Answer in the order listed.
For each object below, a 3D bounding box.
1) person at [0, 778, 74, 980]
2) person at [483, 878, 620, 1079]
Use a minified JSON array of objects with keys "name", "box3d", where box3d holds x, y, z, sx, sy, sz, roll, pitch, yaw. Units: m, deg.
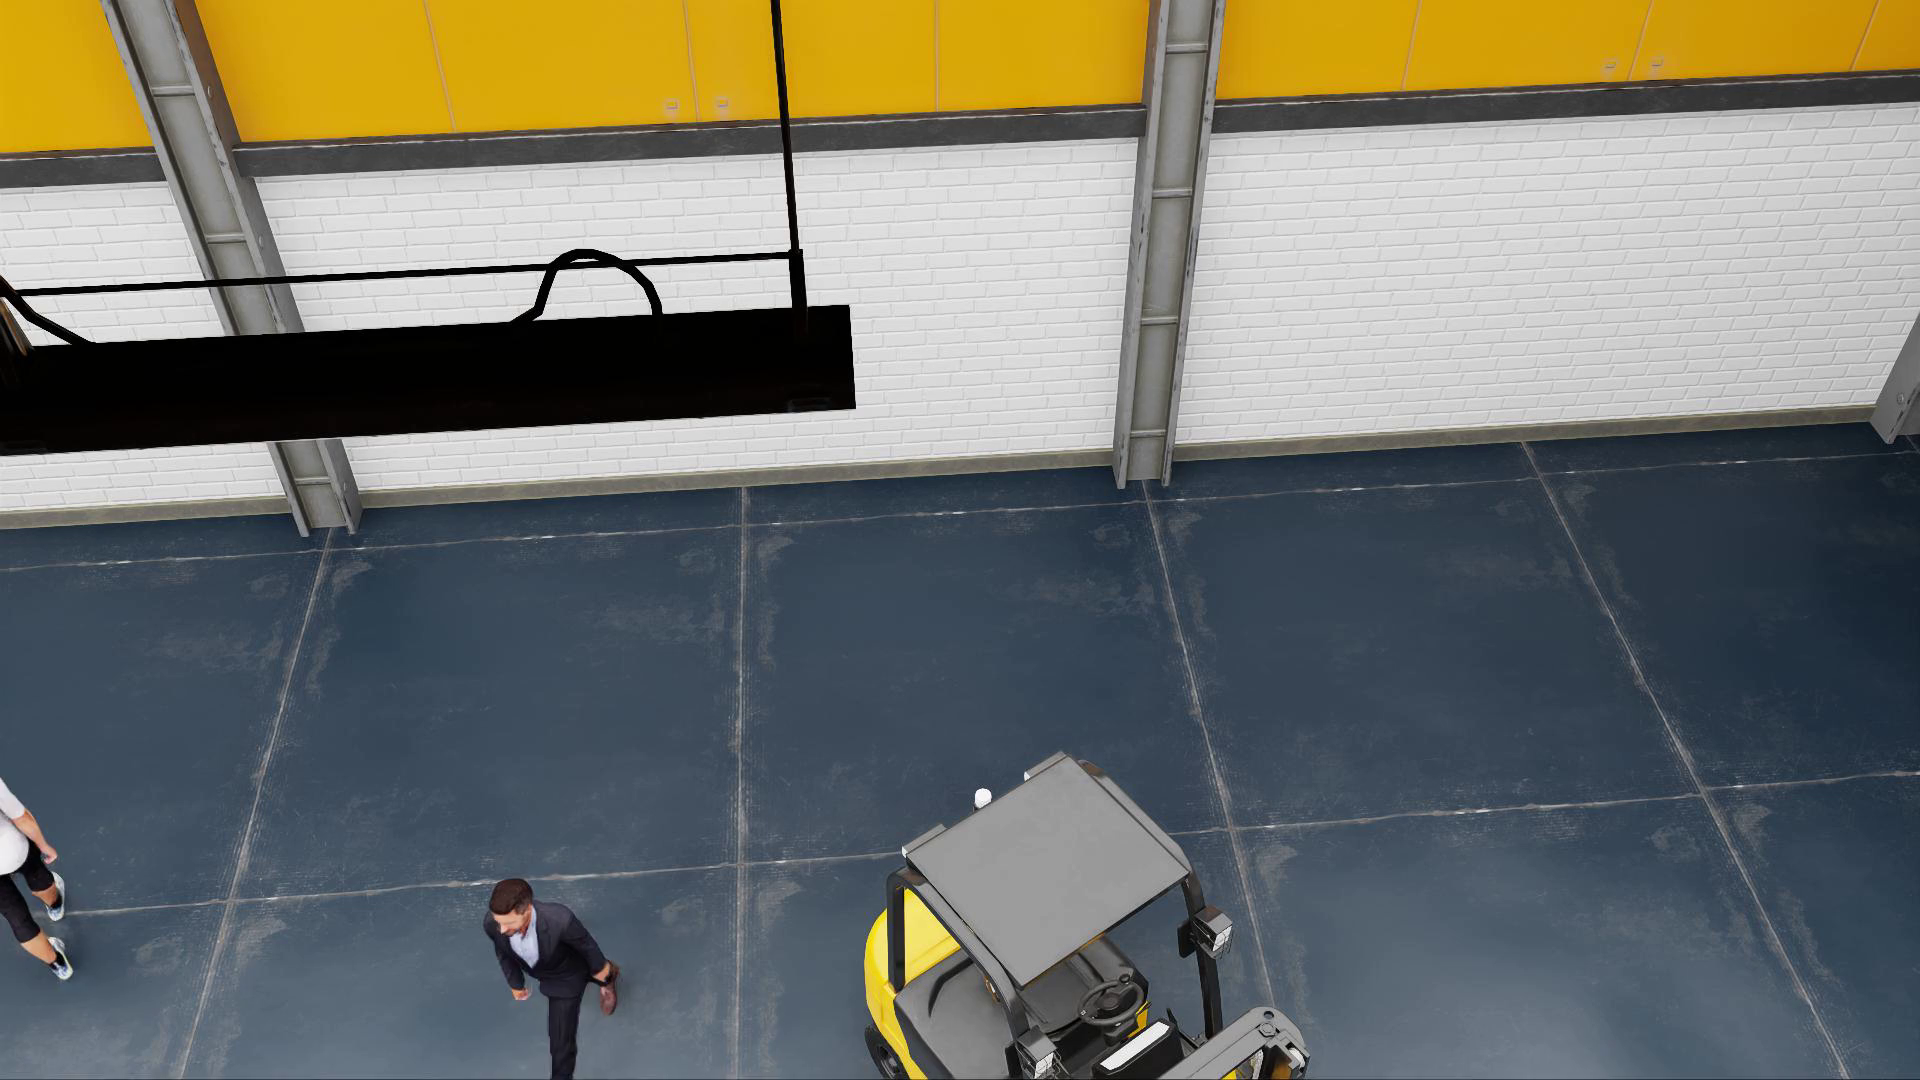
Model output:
[{"name":"person","box3d":[-5.143,1.762,8.889,1.045,1.828,1.034,-25,49,-24]},{"name":"person","box3d":[-2.030,2.142,8.513,1.314,1.797,1.008,7,44,8]}]
